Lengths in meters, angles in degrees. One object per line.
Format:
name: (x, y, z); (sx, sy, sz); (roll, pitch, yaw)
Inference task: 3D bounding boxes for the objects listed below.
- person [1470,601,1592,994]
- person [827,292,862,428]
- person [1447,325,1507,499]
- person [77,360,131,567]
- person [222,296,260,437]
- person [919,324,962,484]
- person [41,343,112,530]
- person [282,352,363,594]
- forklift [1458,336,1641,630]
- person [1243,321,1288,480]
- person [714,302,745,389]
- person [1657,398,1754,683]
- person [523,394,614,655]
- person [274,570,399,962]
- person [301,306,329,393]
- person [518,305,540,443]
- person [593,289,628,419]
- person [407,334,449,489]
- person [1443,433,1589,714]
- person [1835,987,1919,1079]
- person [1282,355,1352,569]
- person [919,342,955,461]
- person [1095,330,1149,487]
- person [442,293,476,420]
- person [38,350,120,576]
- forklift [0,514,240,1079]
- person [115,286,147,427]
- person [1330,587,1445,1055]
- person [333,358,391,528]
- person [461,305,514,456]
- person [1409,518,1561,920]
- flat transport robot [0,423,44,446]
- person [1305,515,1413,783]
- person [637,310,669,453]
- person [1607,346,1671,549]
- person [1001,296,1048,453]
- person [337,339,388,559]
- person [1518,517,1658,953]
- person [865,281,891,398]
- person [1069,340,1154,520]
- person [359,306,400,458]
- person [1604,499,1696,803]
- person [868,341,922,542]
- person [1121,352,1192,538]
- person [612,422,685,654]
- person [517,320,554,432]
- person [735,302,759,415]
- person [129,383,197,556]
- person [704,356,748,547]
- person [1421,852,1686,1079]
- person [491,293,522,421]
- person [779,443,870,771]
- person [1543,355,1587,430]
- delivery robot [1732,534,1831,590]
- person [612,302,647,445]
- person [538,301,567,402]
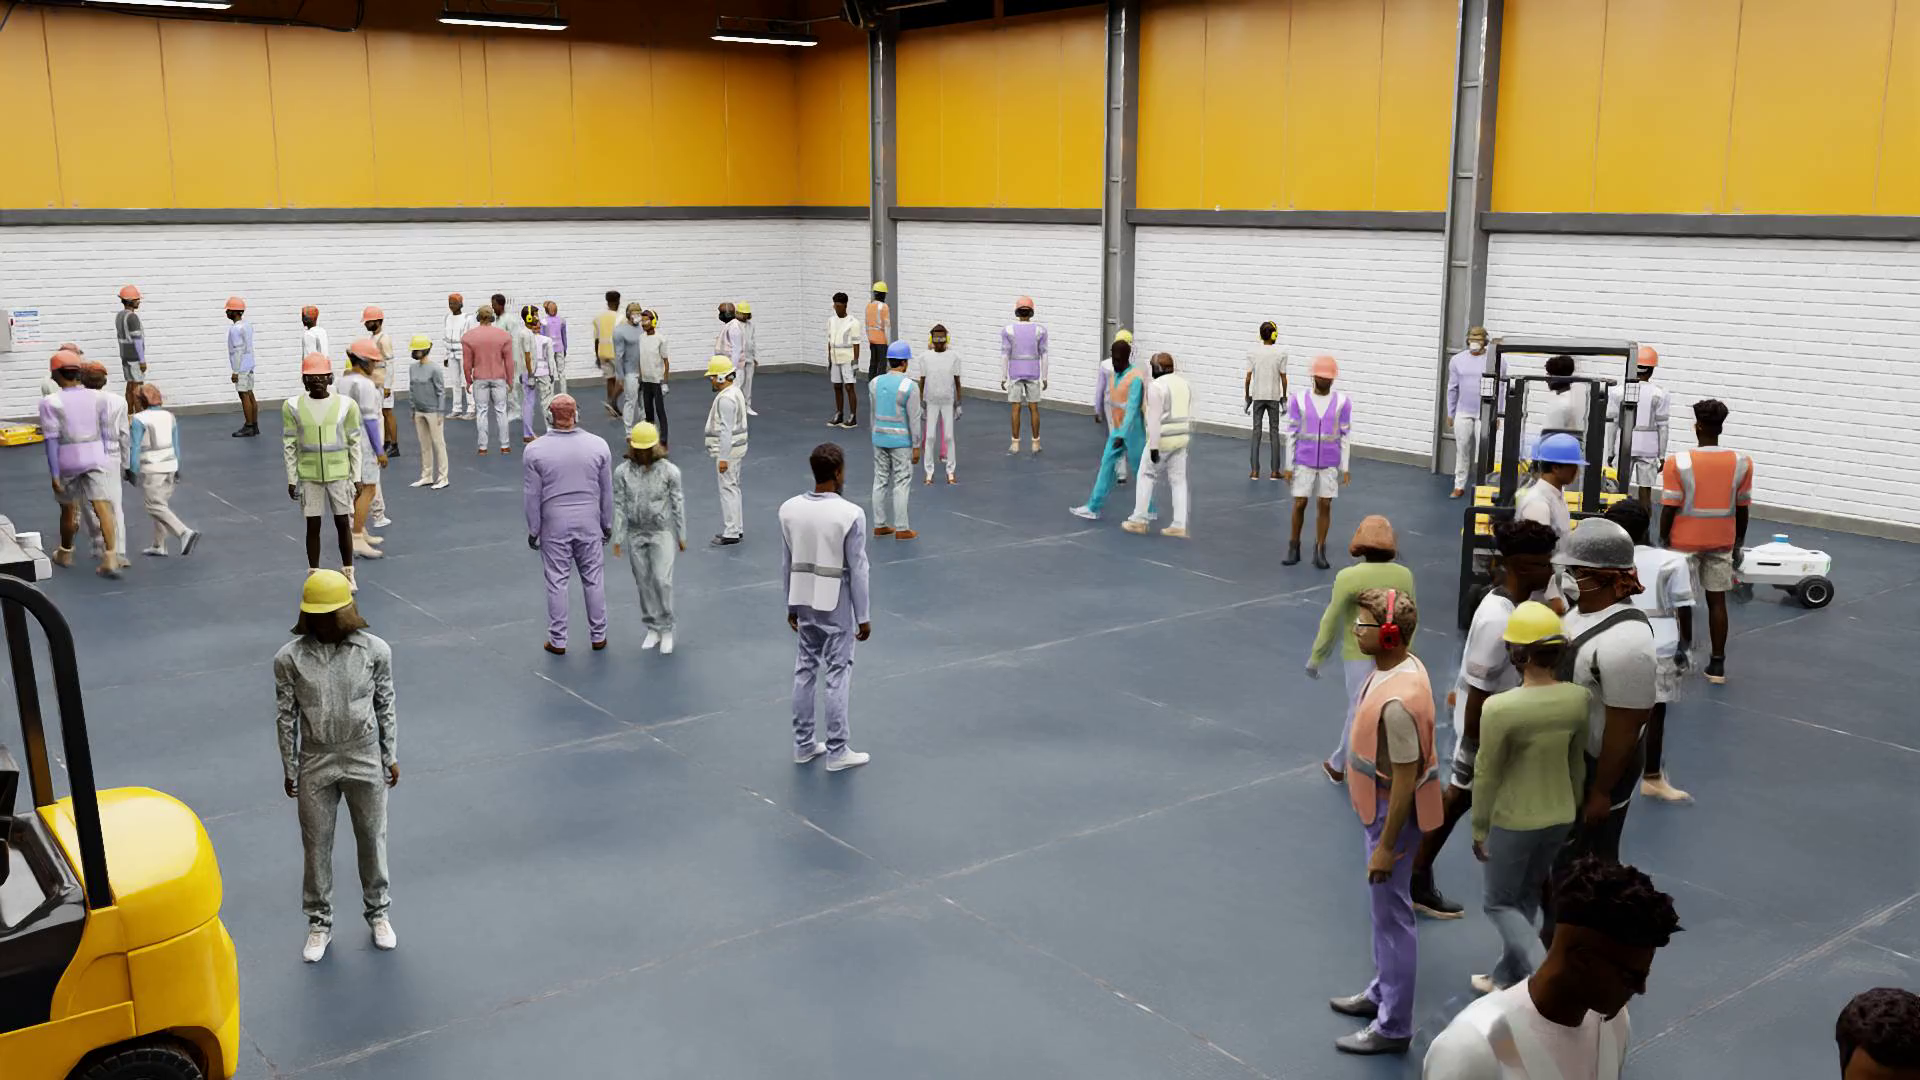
person: (2.285, 1.113, 6.575); (0.531, 1.741, 0.677); (-5, 13, -21)
person: (-1.682, -2.593, 23.967); (0.605, 1.958, 0.374); (10, 15, 40)
person: (5.625, -1.381, 18.194); (0.624, 1.931, 0.384); (7, 14, 32)
person: (-7.835, -0.707, 15.088); (0.605, 1.855, 0.833); (-6, 13, -26)
person: (-9.966, -2.396, 23.048); (0.348, 1.943, 0.542); (-1, 12, -5)
person: (-0.227, -1.570, 19.265); (0.511, 1.862, 0.324); (0, 12, 0)
person: (-8.690, -0.999, 16.423); (0.642, 1.899, 0.395); (-3, 12, -13)
person: (-5.289, -0.543, 13.843); (0.607, 2.048, 0.370); (-3, 12, -16)
forklift: (4.683, -0.471, 13.136); (1.214, 2.155, 2.313); (4, 12, 20)
person: (3.593, -1.633, 19.558); (0.521, 1.864, 0.336); (4, 12, 18)
person: (-3.248, -2.434, 23.481); (0.429, 1.839, 0.634); (-3, 12, -14)
person: (5.069, 0.008, 11.382); (0.613, 1.962, 0.364); (0, 12, 2)
person: (-2.845, -0.114, 12.120); (0.643, 1.907, 0.410); (-5, 13, -24)
person: (-2.703, 0.974, 7.259); (0.492, 1.741, 0.318); (-5, 13, -21)
person: (-8.535, -2.160, 22.049); (0.341, 1.882, 0.586); (0, 12, 0)
person: (-5.800, -2.232, 22.457); (0.327, 1.862, 0.511); (-3, 12, -15)
person: (-5.156, -2.749, 24.744); (0.659, 1.938, 0.481); (4, 12, 19)
person: (-6.077, -1.457, 18.947); (0.527, 1.765, 0.329); (7, 14, 32)
person: (3.532, 0.276, 10.285); (1.027, 1.901, 0.614); (8, 14, 35)
person: (1.679, 1.742, 3.162); (0.606, 1.916, 0.415); (4, 12, 20)
person: (3.193, -0.694, 14.907); (0.604, 1.924, 0.435); (2, 12, 8)
person: (-0.289, -1.816, 21.105); (0.503, 1.587, 0.888); (-3, 12, -13)
person: (1.860, -1.536, 19.272); (0.616, 1.782, 0.925); (-1, 12, -7)
person: (-7.473, -2.733, 24.814); (0.584, 1.883, 0.345); (5, 13, 23)
person: (-7.769, -0.683, 14.675); (1.092, 1.981, 0.607); (10, 15, 39)
forklift: (-3.687, 1.115, 5.480); (2.313, 2.155, 1.214); (-9, 15, -36)
person: (-11.846, -2.621, 23.884); (0.605, 2.045, 0.381); (11, 16, 42)
person: (1.673, 1.089, 6.449); (0.391, 1.846, 0.564); (3, 12, 12)
person: (-6.036, -0.992, 16.754); (0.489, 1.739, 0.323); (-1, 12, -3)
person: (-6.046, -2.043, 21.350); (0.630, 1.940, 0.370); (-4, 12, -17)
person: (2.469, 0.845, 7.471); (0.976, 1.919, 0.620); (4, 12, 20)
flat transport robot: (-13.105, -1.459, 22.577); (1.431, 0.197, 0.652); (5, 13, 25)
person: (2.238, 0.660, 9.131); (0.566, 1.592, 0.811); (-6, 13, -26)
person: (-3.979, -2.040, 21.498); (0.519, 1.874, 0.331); (8, 14, 34)
person: (6.326, -0.839, 15.539); (0.545, 1.938, 0.362); (7, 14, 32)
person: (0.833, -2.141, 21.575); (0.615, 2.038, 0.395); (0, 12, -1)
person: (-5.564, -0.843, 15.441); (0.594, 1.999, 0.828); (-10, 15, -39)
person: (2.531, 0.906, 6.859); (0.538, 2.000, 0.684); (1, 12, 4)
person: (-1.319, -3.277, 27.346); (0.366, 1.925, 0.587); (-10, 15, -40)
person: (1.602, -1.092, 16.937); (0.932, 1.868, 0.589); (-6, 13, -25)
person: (-7.413, -2.012, 21.208); (0.370, 1.933, 0.553); (-9, 15, -37)
person: (3.783, 0.615, 9.181); (0.643, 1.669, 0.319); (8, 14, 33)
person: (-0.616, -0.955, 16.109); (0.602, 1.938, 0.430); (9, 15, 36)
person: (1.961, -0.945, 16.365); (0.645, 1.804, 0.787); (-10, 15, -41)
person: (-2.272, -0.016, 12.113); (0.492, 1.716, 0.580); (1, 12, 6)
person: (-5.959, -2.307, 23.381); (0.513, 1.630, 0.318); (-2, 12, -10)
person: (-3.272, -2.745, 25.253); (0.320, 1.736, 0.487); (11, 16, 41)
person: (-7.316, -0.631, 15.295); (0.628, 1.615, 0.558); (3, 12, 16)
person: (-2.229, -0.848, 15.876); (0.403, 1.819, 0.601); (0, 12, -2)
person: (1.236, 1.621, 3.694); (0.676, 1.929, 0.488); (-9, 15, -37)
person: (-6.716, -2.682, 24.545); (0.515, 1.901, 0.585); (-6, 13, -28)
person: (-0.790, 0.392, 9.664); (0.593, 1.911, 0.383); (8, 14, 33)
person: (5.381, -0.686, 14.811); (0.448, 1.936, 0.651); (8, 14, 35)
delivery robot: (6.727, 0.198, 13.659); (0.707, 0.478, 0.477); (2, 12, 11)
person: (-4.337, -2.218, 22.241); (0.392, 1.928, 0.632); (10, 15, 39)
person: (-6.593, -3.052, 26.933); (0.522, 1.645, 0.306); (-11, 16, -42)
